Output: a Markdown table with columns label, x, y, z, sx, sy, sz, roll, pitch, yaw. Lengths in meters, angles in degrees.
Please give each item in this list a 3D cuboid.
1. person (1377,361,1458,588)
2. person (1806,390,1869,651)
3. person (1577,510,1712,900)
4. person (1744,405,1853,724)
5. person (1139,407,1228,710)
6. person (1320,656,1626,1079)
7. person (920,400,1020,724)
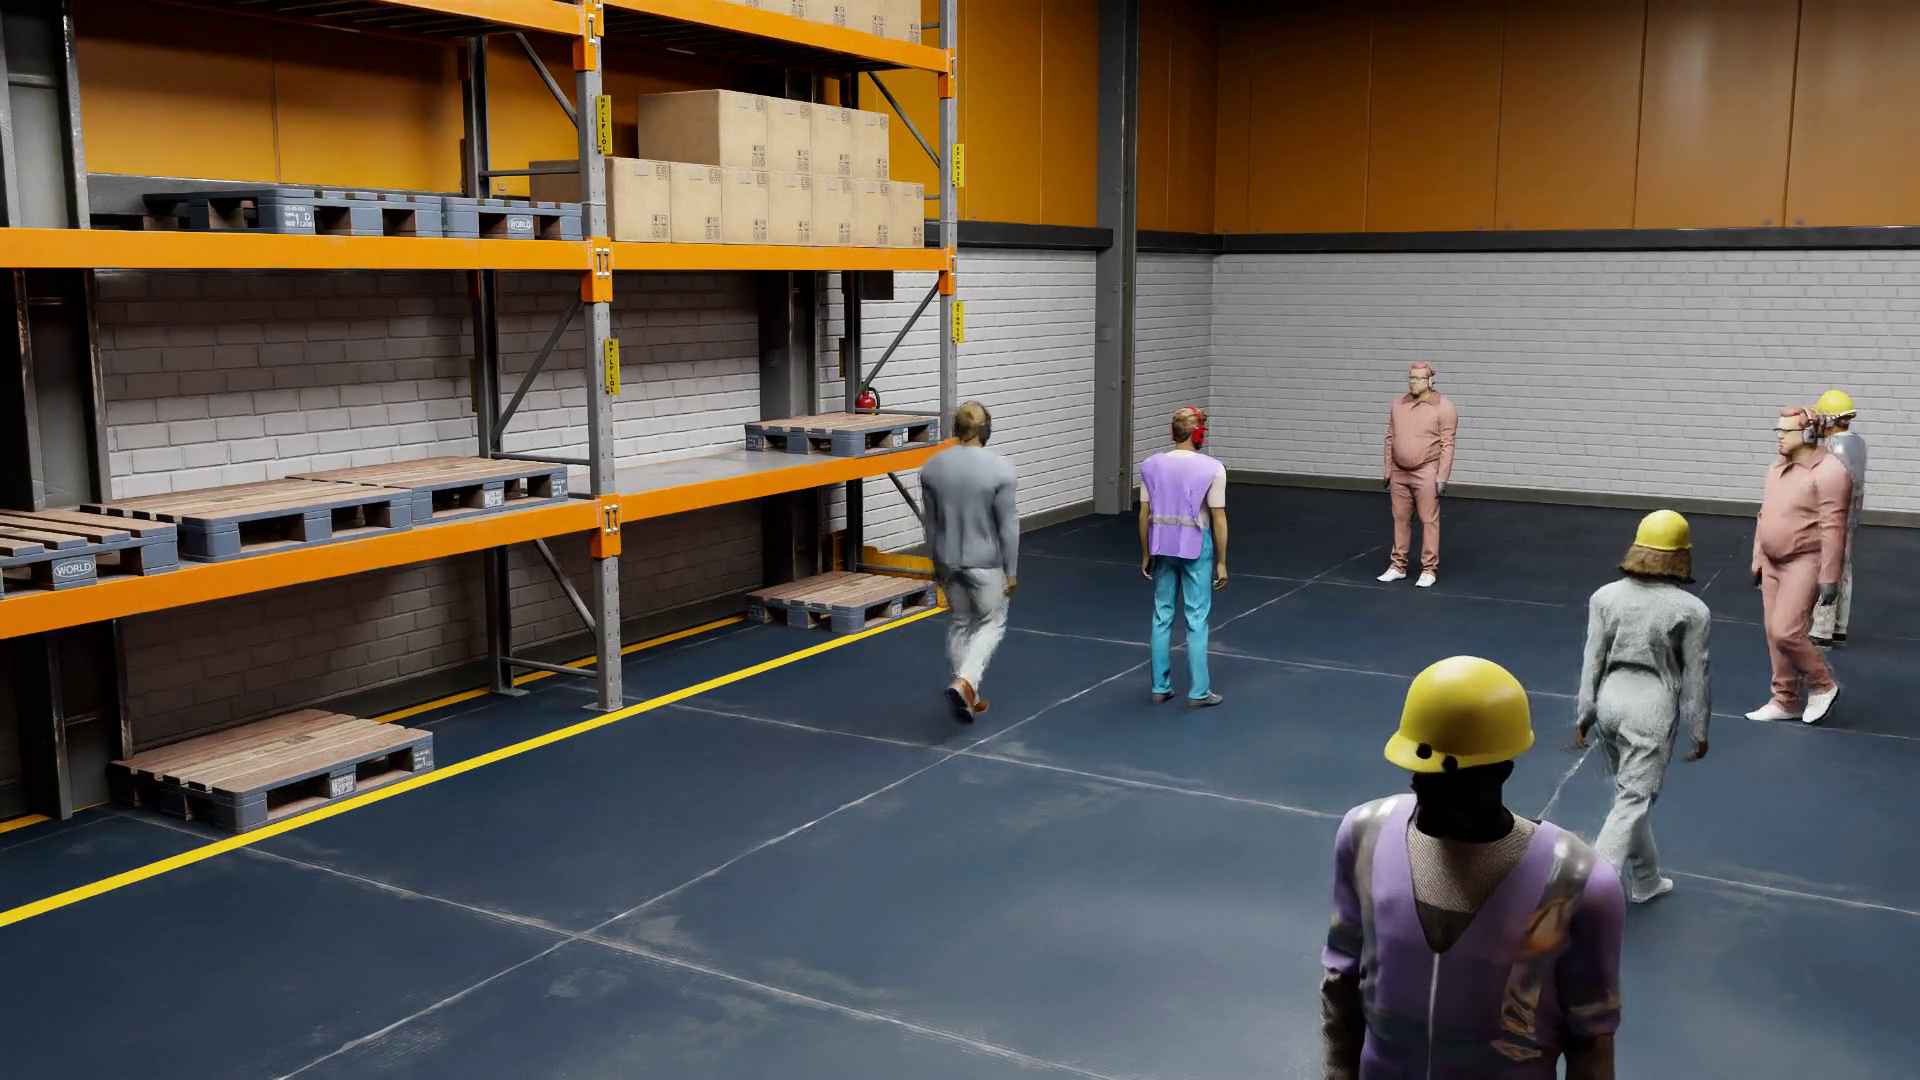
| label | x | y | z | sx | sy | sz | roll | pitch | yaw |
| --- | --- | --- | --- | --- | --- | --- | --- | --- | --- |
| person | 3.867 | -0.560 | 14.125 | 0.410 | 1.912 | 0.643 | -8 | 12 | -43 |
| person | 6.116 | -0.136 | 11.718 | 0.594 | 1.832 | 0.403 | -7 | 12 | -38 |
| person | 2.729 | 0.727 | 6.746 | 0.884 | 1.699 | 0.494 | -7 | 12 | -38 |
| person | 4.841 | 0.161 | 9.687 | 0.425 | 1.889 | 0.675 | -1 | 9 | -7 |
| person | 1.351 | 0.113 | 10.132 | 0.569 | 1.840 | 0.374 | 6 | 11 | 33 |
| person | 0.984 | 1.166 | 3.322 | 0.587 | 1.919 | 0.383 | 7 | 11 | 36 |
| person | 0.028 | 0.152 | 9.681 | 0.632 | 1.920 | 0.625 | 5 | 10 | 27 |
